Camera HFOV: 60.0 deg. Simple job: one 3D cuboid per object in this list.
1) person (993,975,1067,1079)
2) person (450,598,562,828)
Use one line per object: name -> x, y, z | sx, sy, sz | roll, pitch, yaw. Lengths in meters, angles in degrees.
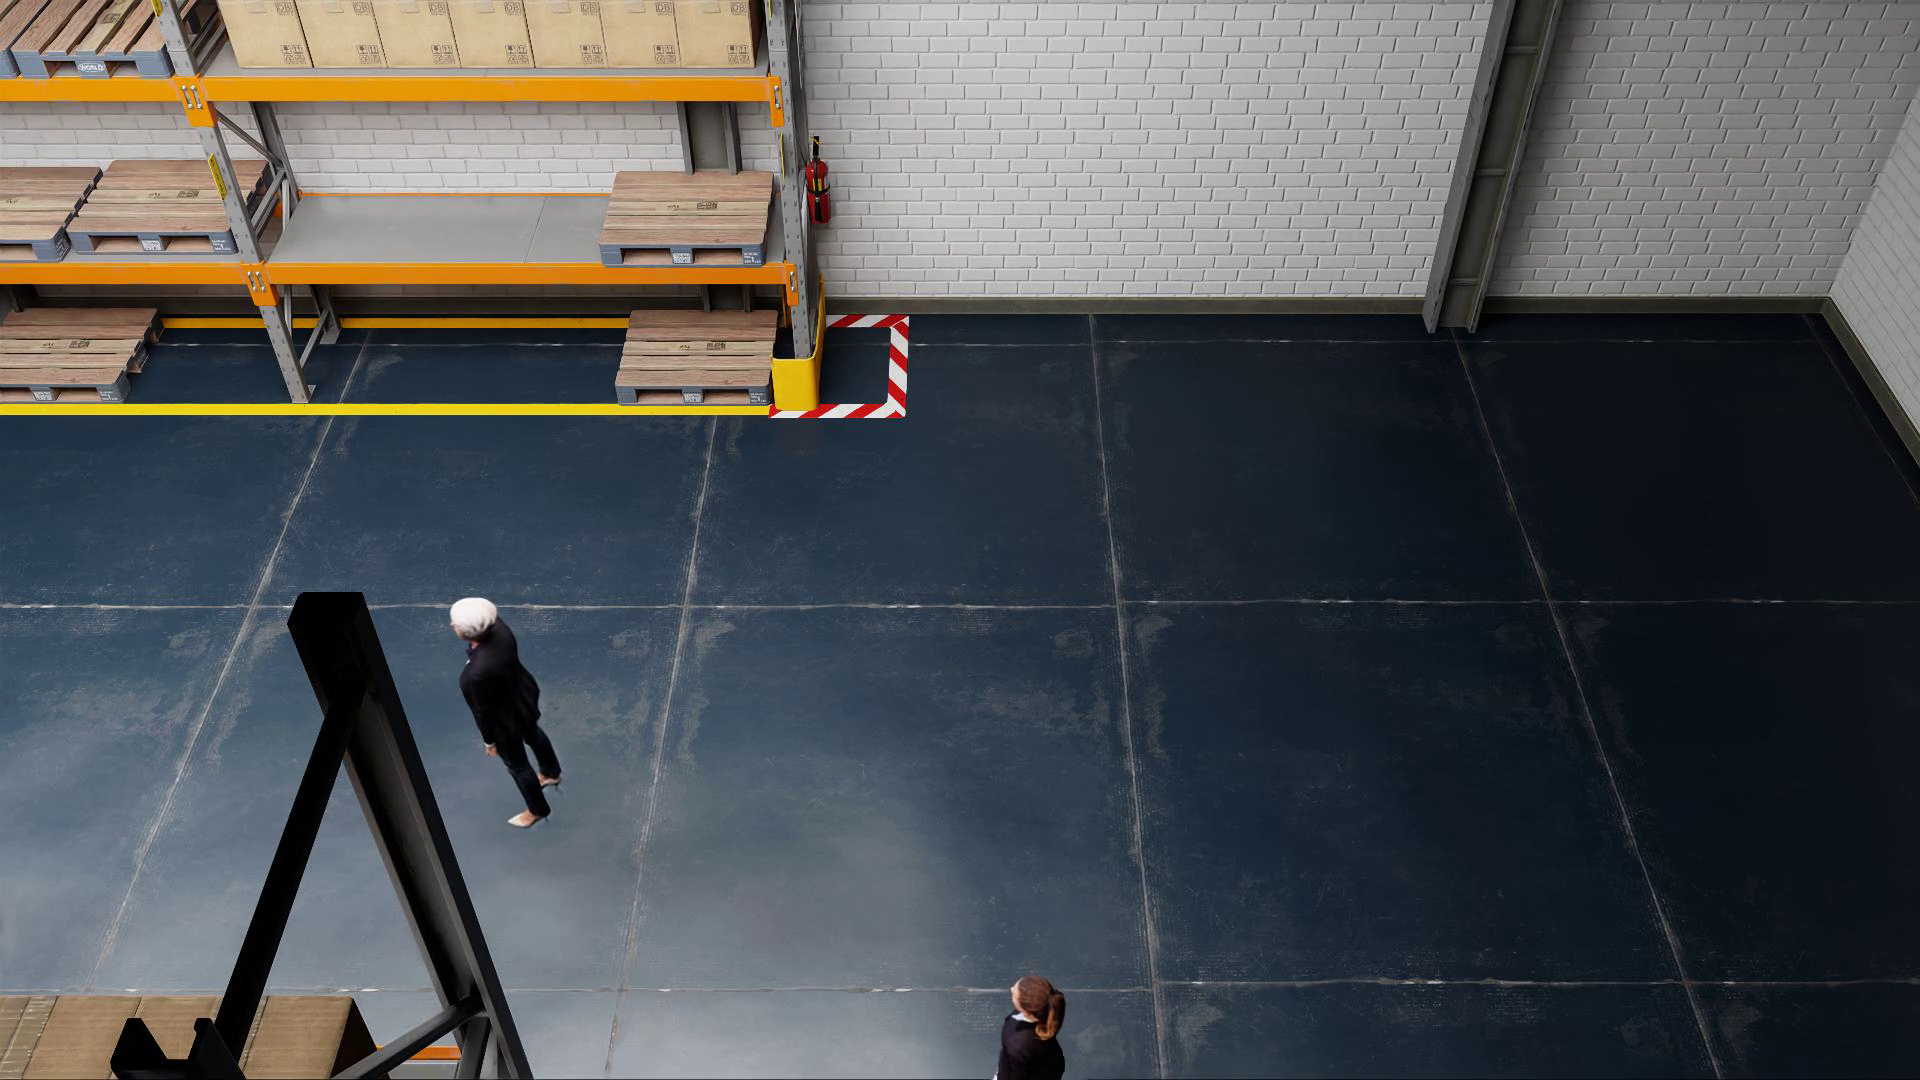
person -> 0.415, 2.616, 8.014 | 1.134, 1.707, 0.955 | 24, 49, 23
person -> -2.441, 0.881, 9.018 | 0.634, 1.777, 0.740 | 6, 44, 6
